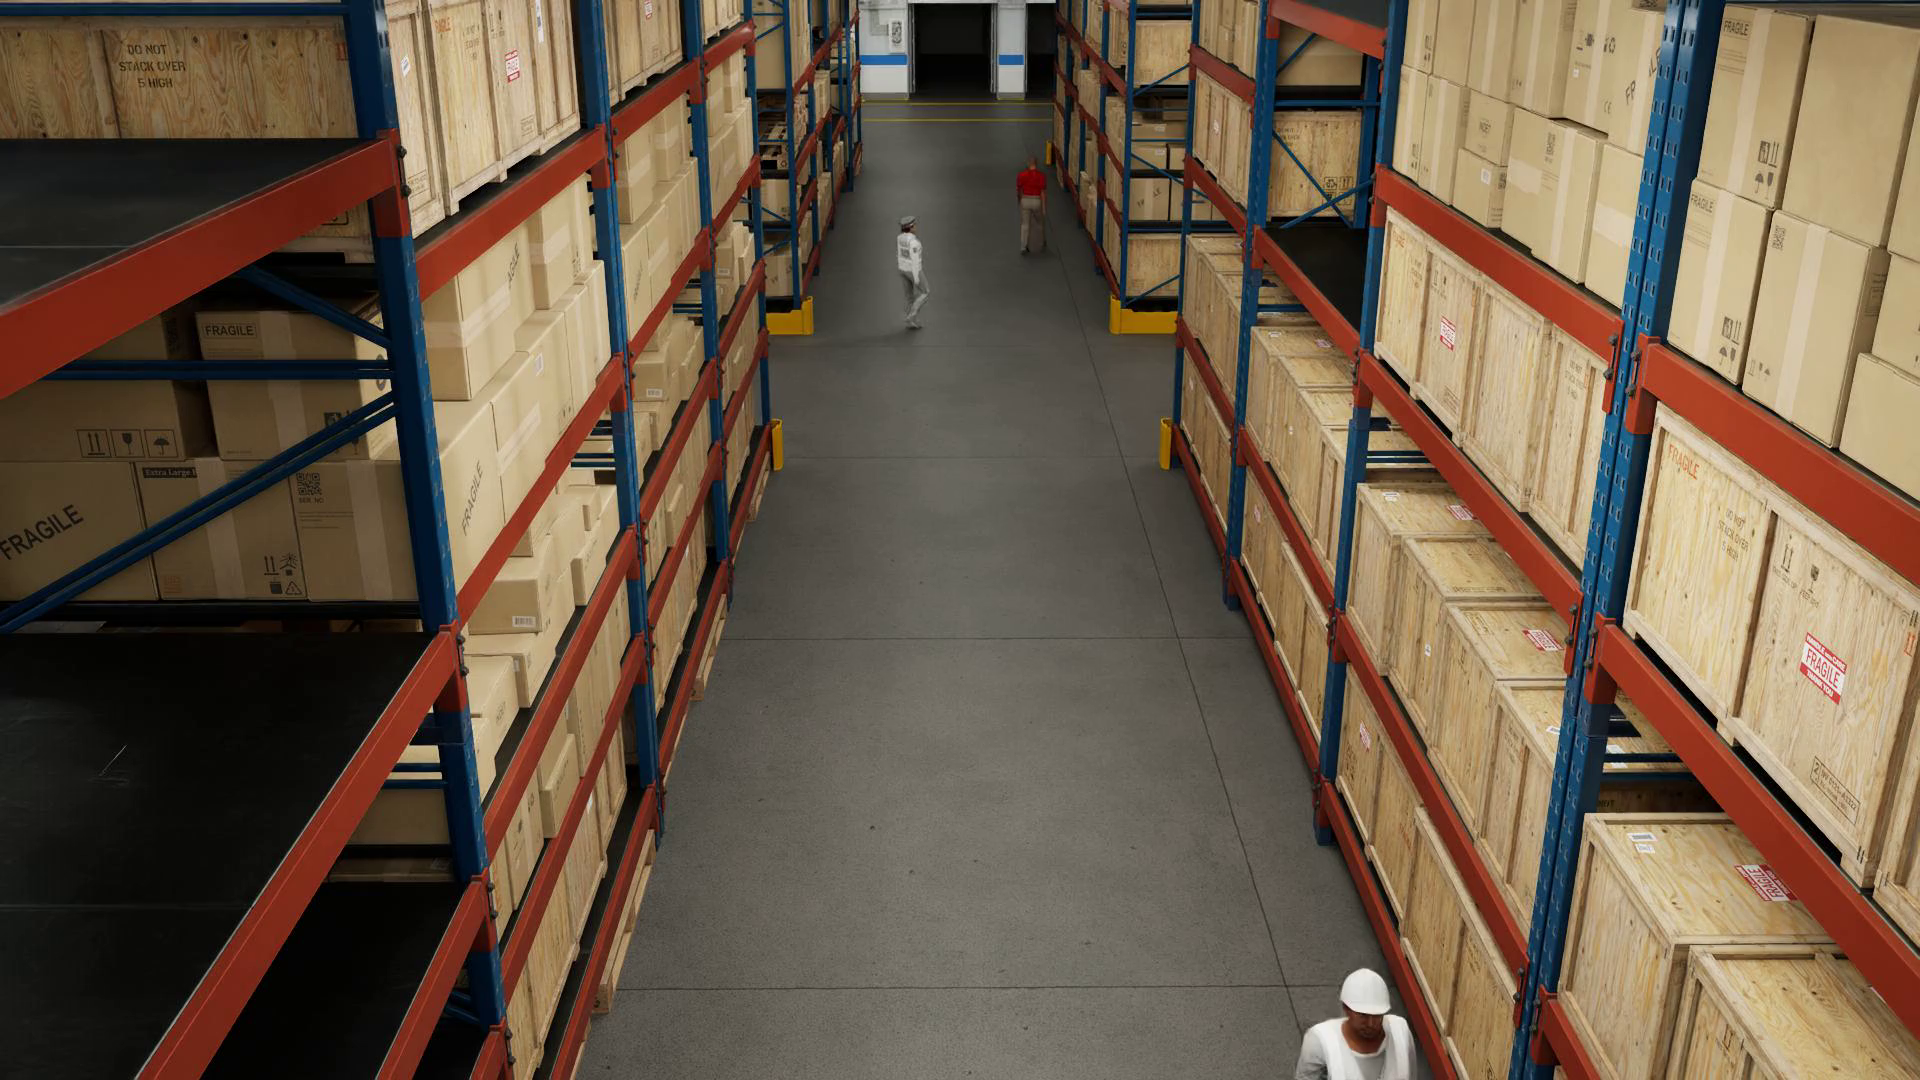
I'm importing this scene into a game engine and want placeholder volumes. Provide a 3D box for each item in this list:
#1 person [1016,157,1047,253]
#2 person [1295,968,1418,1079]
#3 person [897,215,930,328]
[{"bbox_3d":[1.289,-6.062,29.979,0.560,1.706,0.926,3,22,8],"label":"person"},{"bbox_3d":[1.795,2.727,7.562,0.556,1.776,0.814,-4,22,-9],"label":"person"},{"bbox_3d":[-0.719,-3.984,24.694,0.432,1.693,0.501,-17,27,-36],"label":"person"}]
